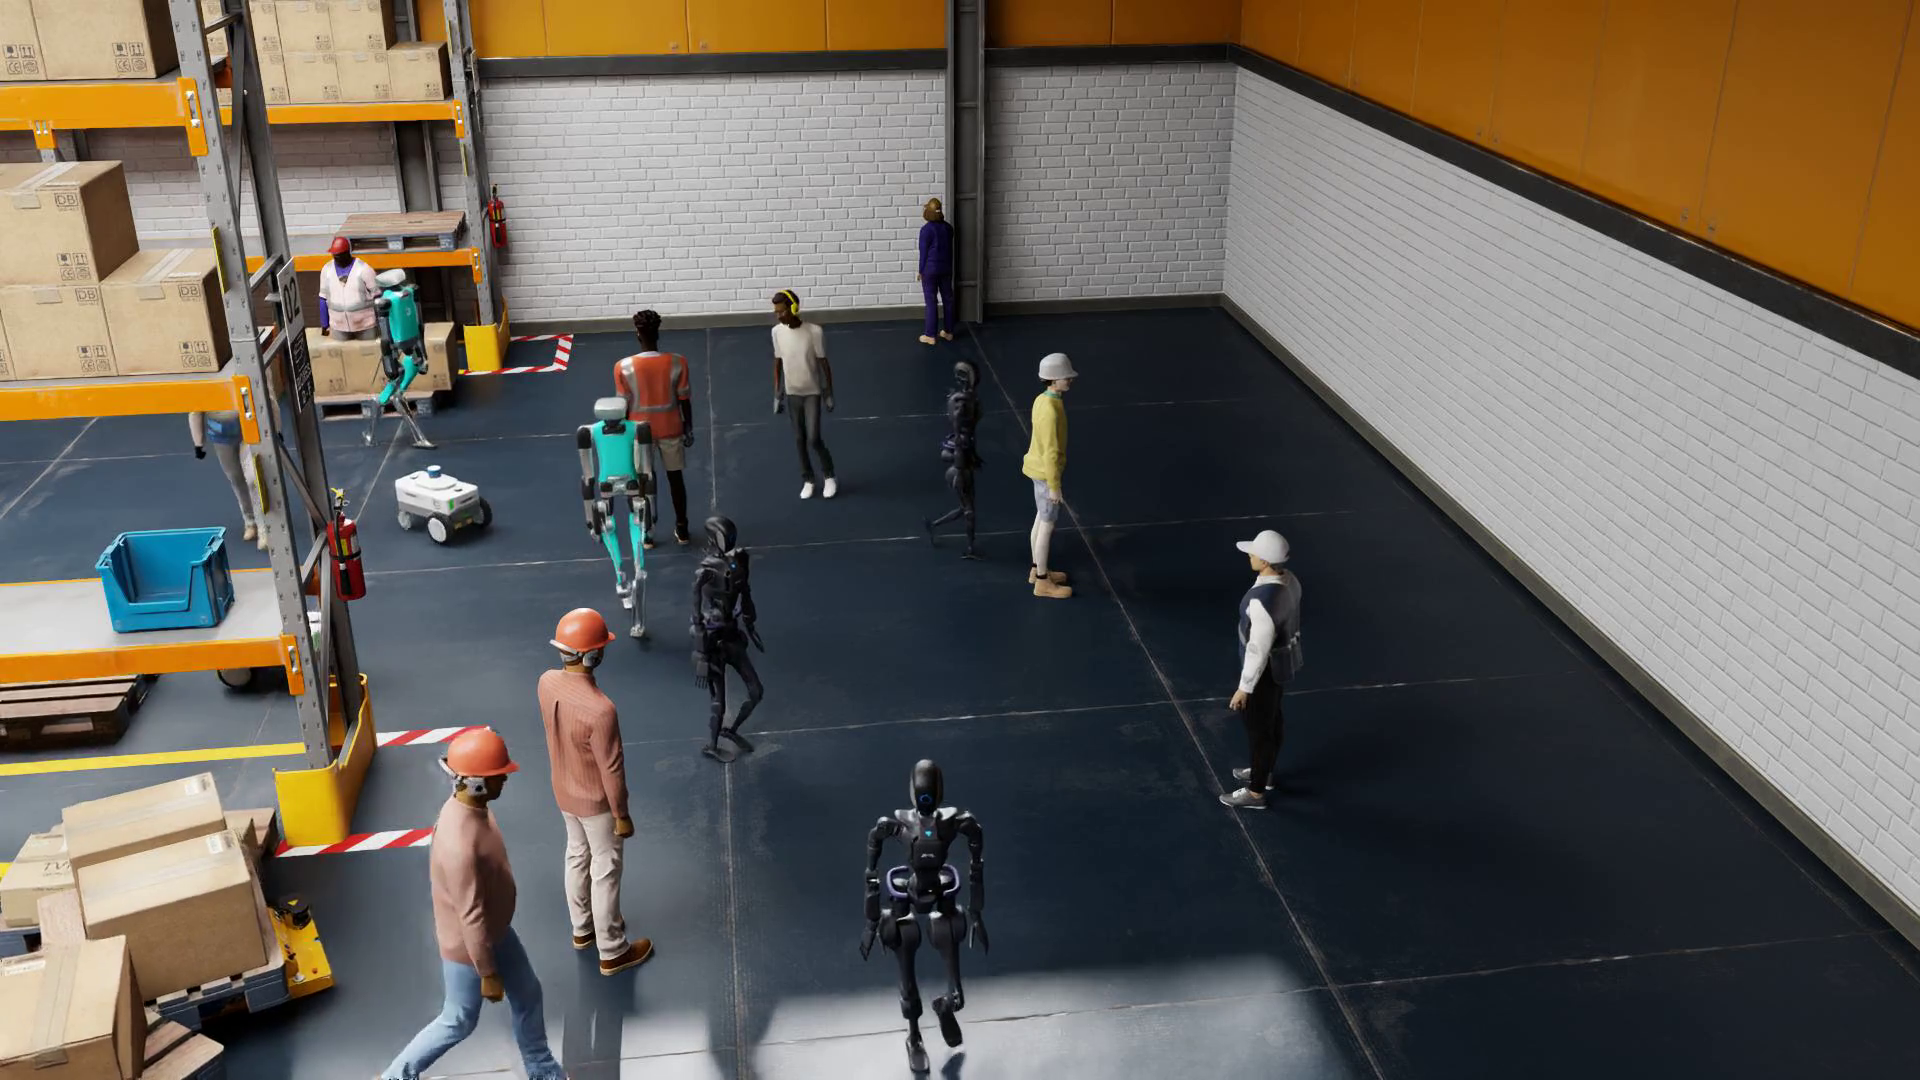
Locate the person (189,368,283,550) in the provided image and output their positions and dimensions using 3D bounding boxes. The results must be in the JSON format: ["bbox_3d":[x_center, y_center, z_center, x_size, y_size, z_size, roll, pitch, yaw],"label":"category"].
[{"bbox_3d":[-5.794,-0.797,13.278,0.658,1.818,0.719,-3,24,-8],"label":"person"}]

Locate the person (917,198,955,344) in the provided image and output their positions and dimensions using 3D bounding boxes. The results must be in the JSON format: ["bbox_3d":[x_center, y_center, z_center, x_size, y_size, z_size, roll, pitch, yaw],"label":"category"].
[{"bbox_3d":[-0.281,-3.003,18.546,0.454,1.623,0.351,-16,28,-33],"label":"person"}]

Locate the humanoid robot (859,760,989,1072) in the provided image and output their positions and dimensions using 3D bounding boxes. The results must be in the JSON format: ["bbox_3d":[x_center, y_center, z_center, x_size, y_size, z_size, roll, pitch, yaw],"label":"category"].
[{"bbox_3d":[-0.172,1.723,7.717,0.608,1.643,0.374,-3,24,-8],"label":"humanoid robot"}]

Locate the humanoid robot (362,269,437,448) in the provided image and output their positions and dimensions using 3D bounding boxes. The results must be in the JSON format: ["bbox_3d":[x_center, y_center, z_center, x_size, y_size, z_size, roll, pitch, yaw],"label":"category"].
[{"bbox_3d":[-5.325,-1.630,15.351,0.867,1.837,0.565,11,26,24],"label":"humanoid robot"}]

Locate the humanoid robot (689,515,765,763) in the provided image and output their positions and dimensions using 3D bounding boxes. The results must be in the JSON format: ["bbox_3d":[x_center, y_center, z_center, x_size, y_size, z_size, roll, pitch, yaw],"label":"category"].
[{"bbox_3d":[-1.465,0.613,10.245,0.373,1.641,0.587,12,27,26],"label":"humanoid robot"}]

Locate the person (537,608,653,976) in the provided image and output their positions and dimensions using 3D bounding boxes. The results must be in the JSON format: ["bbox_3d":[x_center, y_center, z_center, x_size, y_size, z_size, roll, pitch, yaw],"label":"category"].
[{"bbox_3d":[-1.847,1.263,8.390,0.401,1.986,0.610,-21,31,-39],"label":"person"}]

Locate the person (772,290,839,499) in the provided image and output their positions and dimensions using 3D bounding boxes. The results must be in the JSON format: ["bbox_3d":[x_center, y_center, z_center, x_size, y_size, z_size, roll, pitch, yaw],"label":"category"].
[{"bbox_3d":[-1.333,-1.238,14.276,0.590,1.837,0.374,8,25,18],"label":"person"}]

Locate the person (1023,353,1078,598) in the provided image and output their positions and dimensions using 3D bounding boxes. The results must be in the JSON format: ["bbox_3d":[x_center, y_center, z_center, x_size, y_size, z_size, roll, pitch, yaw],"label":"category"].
[{"bbox_3d":[0.667,-0.493,12.506,0.396,1.892,0.474,-1,24,-2],"label":"person"}]

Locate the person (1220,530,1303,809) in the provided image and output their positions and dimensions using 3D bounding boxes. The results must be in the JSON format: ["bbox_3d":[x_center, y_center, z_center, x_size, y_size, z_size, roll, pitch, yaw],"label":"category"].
[{"bbox_3d":[1.790,0.760,9.811,0.430,1.758,0.760,10,26,22],"label":"person"}]

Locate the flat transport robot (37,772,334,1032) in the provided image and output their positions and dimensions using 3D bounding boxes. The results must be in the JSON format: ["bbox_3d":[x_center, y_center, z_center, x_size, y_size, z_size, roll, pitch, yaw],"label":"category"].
[{"bbox_3d":[-3.957,2.220,8.338,1.431,0.231,0.659,-13,27,-27],"label":"flat transport robot"}]

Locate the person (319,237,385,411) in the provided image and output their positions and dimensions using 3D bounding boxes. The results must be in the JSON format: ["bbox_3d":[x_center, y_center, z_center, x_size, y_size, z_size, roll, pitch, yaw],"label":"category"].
[{"bbox_3d":[-5.981,-2.126,16.395,0.627,1.748,0.420,-2,24,-5],"label":"person"}]

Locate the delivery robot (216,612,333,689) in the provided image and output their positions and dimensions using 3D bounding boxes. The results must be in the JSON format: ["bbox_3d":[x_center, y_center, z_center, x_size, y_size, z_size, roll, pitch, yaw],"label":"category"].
[{"bbox_3d":[-4.697,0.701,11.456,0.807,0.604,0.499,0,24,1],"label":"delivery robot"}]

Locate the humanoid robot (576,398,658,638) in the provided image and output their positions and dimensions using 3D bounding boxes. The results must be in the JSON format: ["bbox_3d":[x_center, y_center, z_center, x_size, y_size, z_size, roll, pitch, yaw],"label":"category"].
[{"bbox_3d":[-2.399,-0.090,11.822,0.539,1.742,1.039,-5,24,-11],"label":"humanoid robot"}]

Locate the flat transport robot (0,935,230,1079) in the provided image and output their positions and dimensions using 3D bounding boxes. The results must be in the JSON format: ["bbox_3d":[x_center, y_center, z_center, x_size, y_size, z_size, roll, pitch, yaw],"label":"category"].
[{"bbox_3d":[-4.061,2.661,7.333,1.431,0.231,0.659,13,27,27],"label":"flat transport robot"}]

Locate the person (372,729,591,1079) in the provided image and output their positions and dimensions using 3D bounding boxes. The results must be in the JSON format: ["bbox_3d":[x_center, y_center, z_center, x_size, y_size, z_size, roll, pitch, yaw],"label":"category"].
[{"bbox_3d":[-2.208,1.741,7.349,0.958,1.951,0.634,-2,24,-5],"label":"person"}]

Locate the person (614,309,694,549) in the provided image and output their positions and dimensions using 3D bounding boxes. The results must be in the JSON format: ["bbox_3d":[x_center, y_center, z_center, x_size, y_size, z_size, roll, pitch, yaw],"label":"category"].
[{"bbox_3d":[-2.430,-0.886,13.316,0.598,1.957,0.365,-7,25,-15],"label":"person"}]

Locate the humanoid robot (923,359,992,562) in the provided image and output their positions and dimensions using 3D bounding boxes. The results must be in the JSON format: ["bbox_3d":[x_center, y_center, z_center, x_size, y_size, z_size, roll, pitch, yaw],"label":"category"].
[{"bbox_3d":[-0.022,-0.632,13.103,0.616,1.639,0.616,5,24,12],"label":"humanoid robot"}]

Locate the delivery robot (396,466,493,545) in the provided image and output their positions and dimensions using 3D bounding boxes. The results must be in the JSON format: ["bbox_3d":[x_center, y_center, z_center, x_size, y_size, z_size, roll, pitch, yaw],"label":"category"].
[{"bbox_3d":[-4.308,-0.319,13.762,0.789,0.590,0.499,14,27,29],"label":"delivery robot"}]
